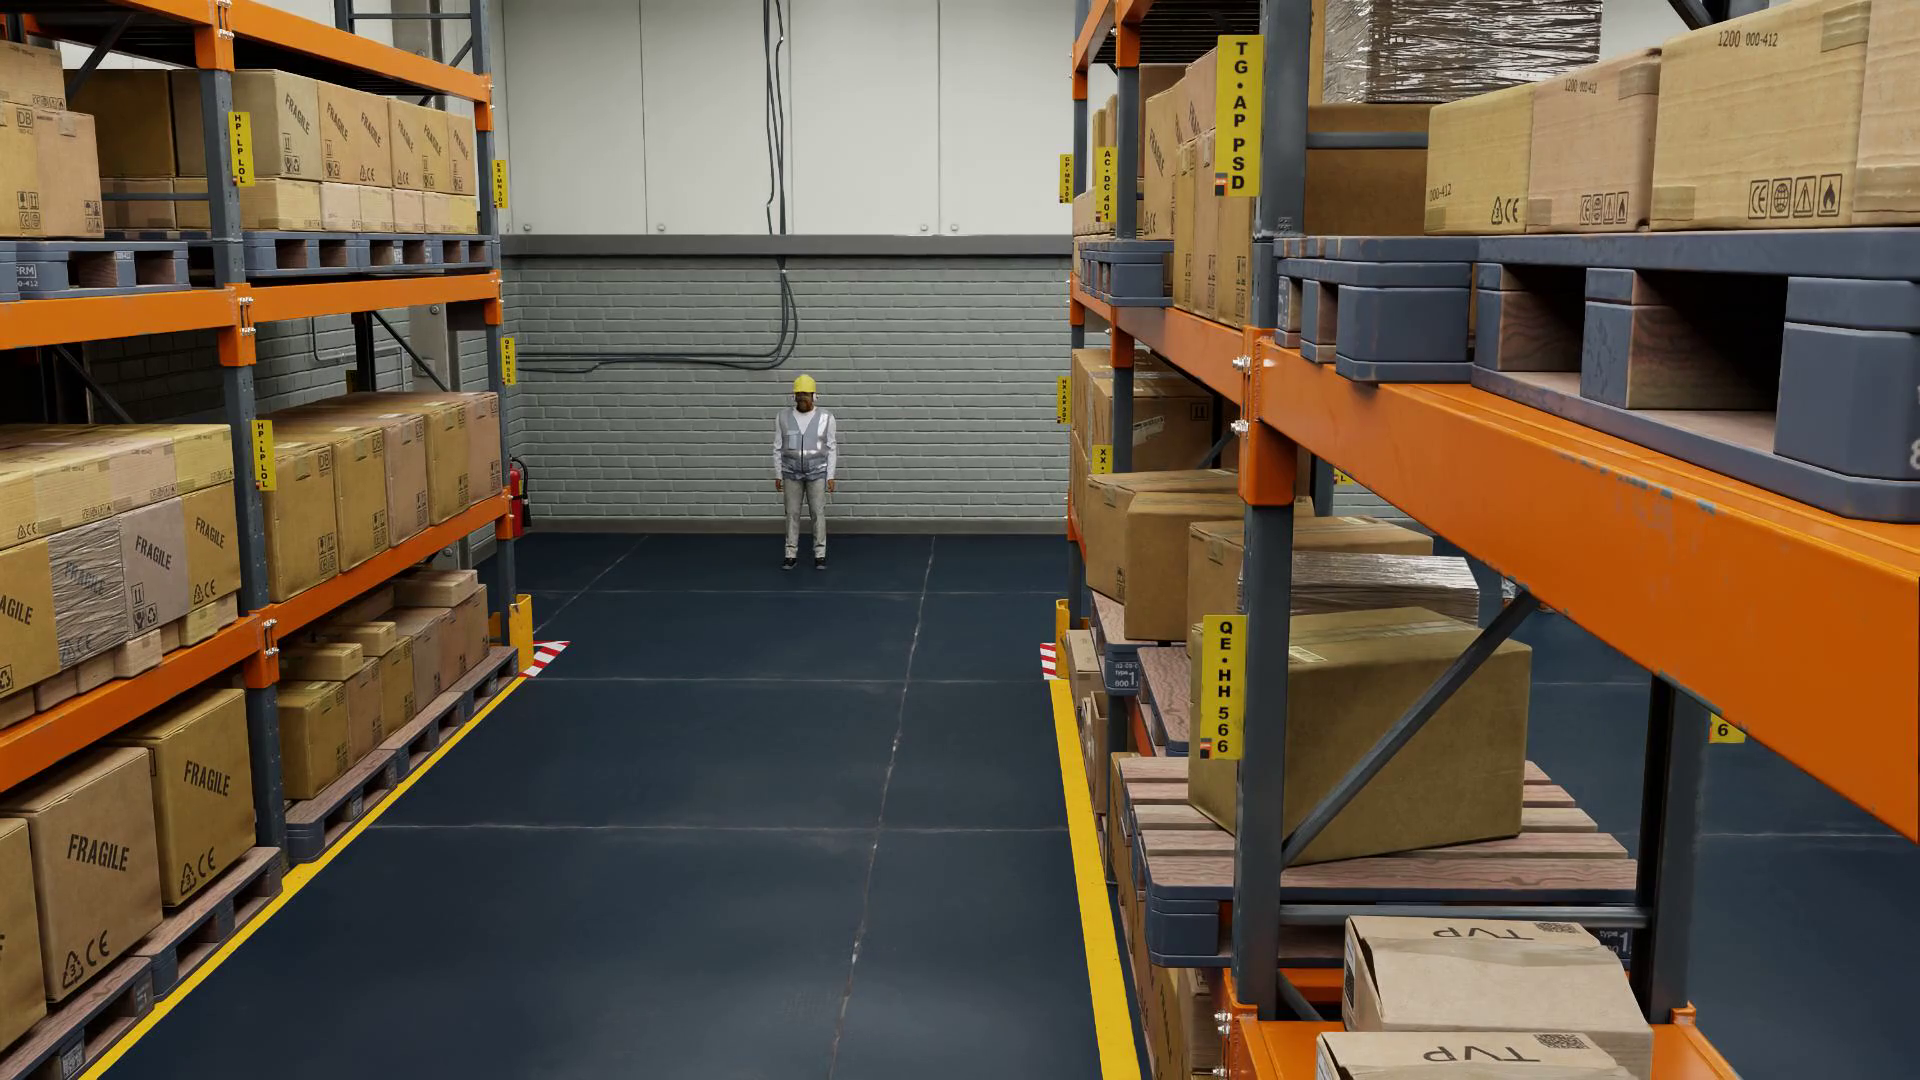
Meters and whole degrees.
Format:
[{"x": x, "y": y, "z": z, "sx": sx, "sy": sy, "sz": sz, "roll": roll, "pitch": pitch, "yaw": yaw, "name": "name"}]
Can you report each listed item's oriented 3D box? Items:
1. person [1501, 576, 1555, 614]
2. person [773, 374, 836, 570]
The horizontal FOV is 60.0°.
[{"x": 4.730, "y": -0.355, "z": 13.706, "sx": 0.630, "sy": 1.940, "sz": 0.372, "roll": 0, "pitch": 10, "yaw": 1, "name": "person"}, {"x": -1.451, "y": -0.629, "z": 15.539, "sx": 0.591, "sy": 1.837, "sz": 0.403, "roll": 0, "pitch": 10, "yaw": 1, "name": "person"}]
